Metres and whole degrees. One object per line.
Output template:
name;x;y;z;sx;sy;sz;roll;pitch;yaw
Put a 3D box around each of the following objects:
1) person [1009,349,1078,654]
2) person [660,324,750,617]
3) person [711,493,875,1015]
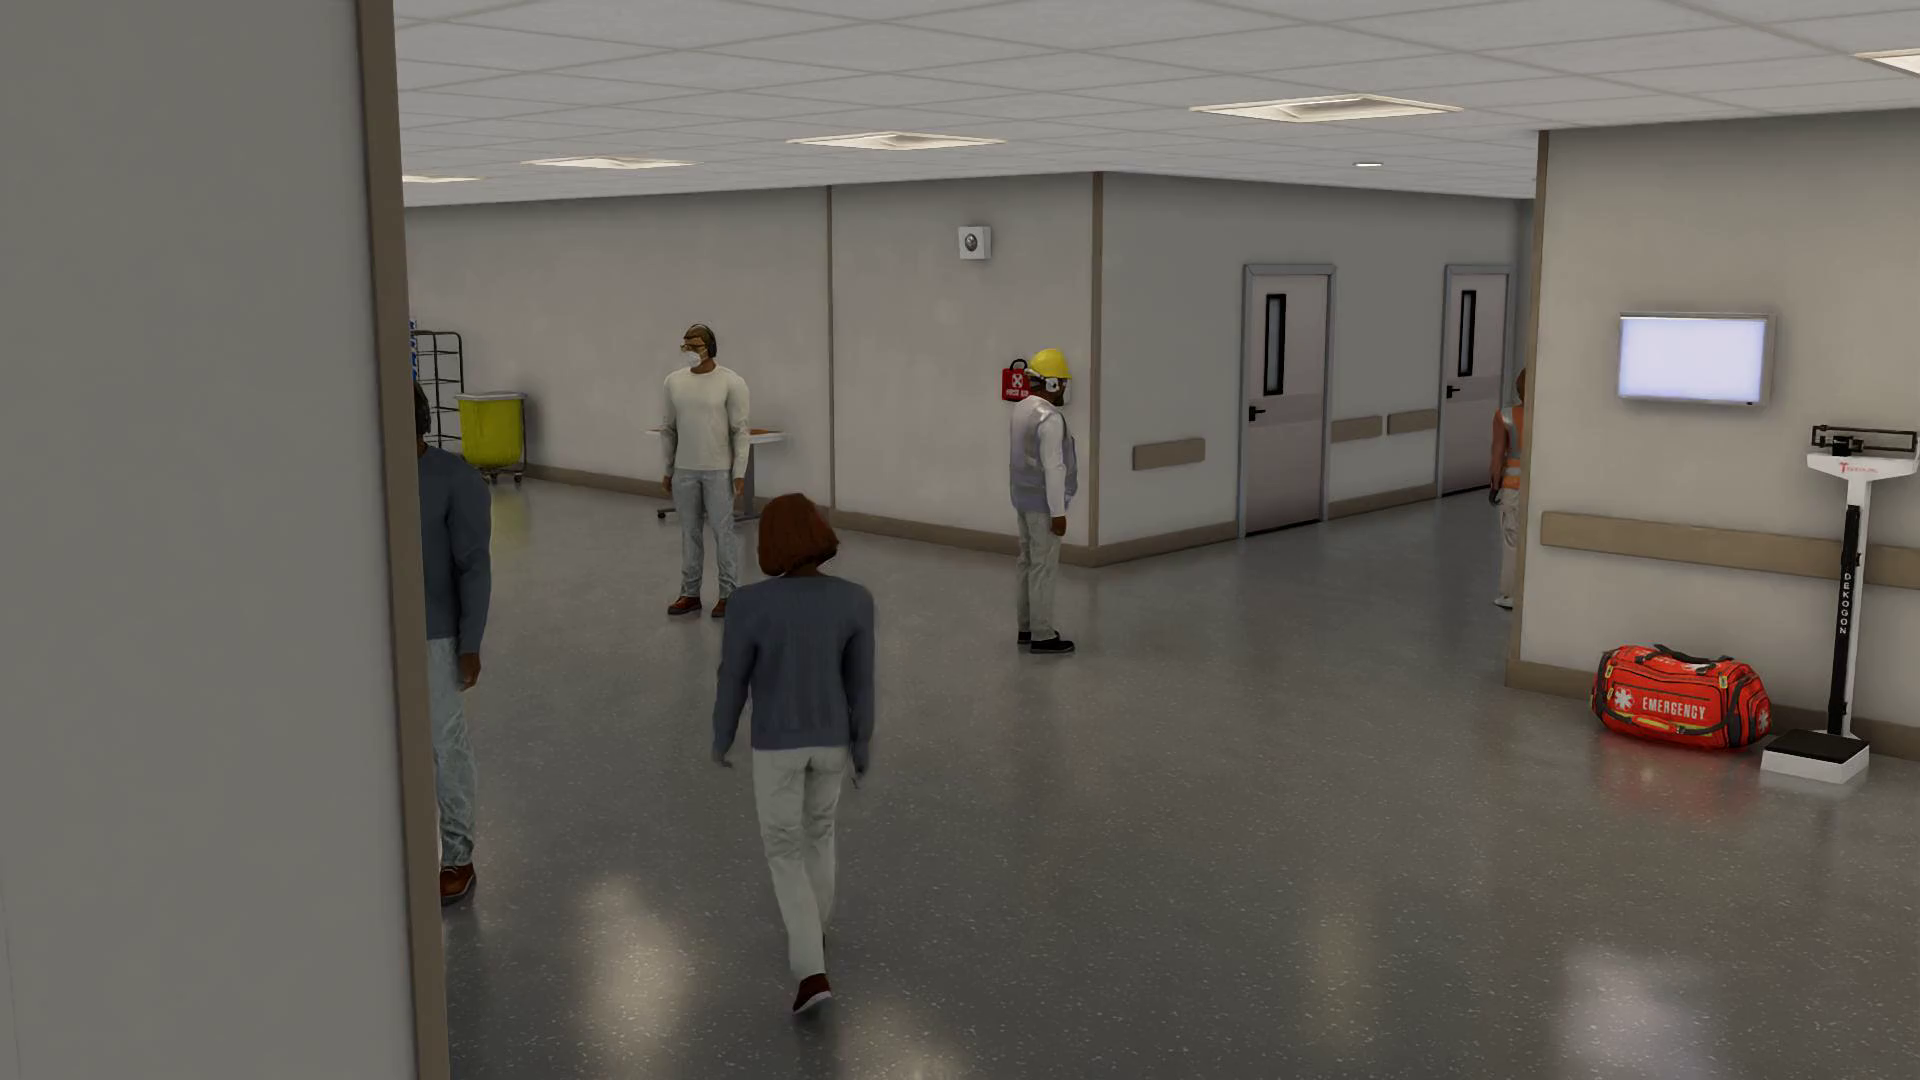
person;0.502;-0.230;10.003;0.403;1.824;0.590;-3;10;-18
person;-1.696;-0.455;11.015;0.636;1.939;0.364;3;10;18
person;-0.493;0.648;5.266;0.499;1.602;0.768;-5;10;-27
